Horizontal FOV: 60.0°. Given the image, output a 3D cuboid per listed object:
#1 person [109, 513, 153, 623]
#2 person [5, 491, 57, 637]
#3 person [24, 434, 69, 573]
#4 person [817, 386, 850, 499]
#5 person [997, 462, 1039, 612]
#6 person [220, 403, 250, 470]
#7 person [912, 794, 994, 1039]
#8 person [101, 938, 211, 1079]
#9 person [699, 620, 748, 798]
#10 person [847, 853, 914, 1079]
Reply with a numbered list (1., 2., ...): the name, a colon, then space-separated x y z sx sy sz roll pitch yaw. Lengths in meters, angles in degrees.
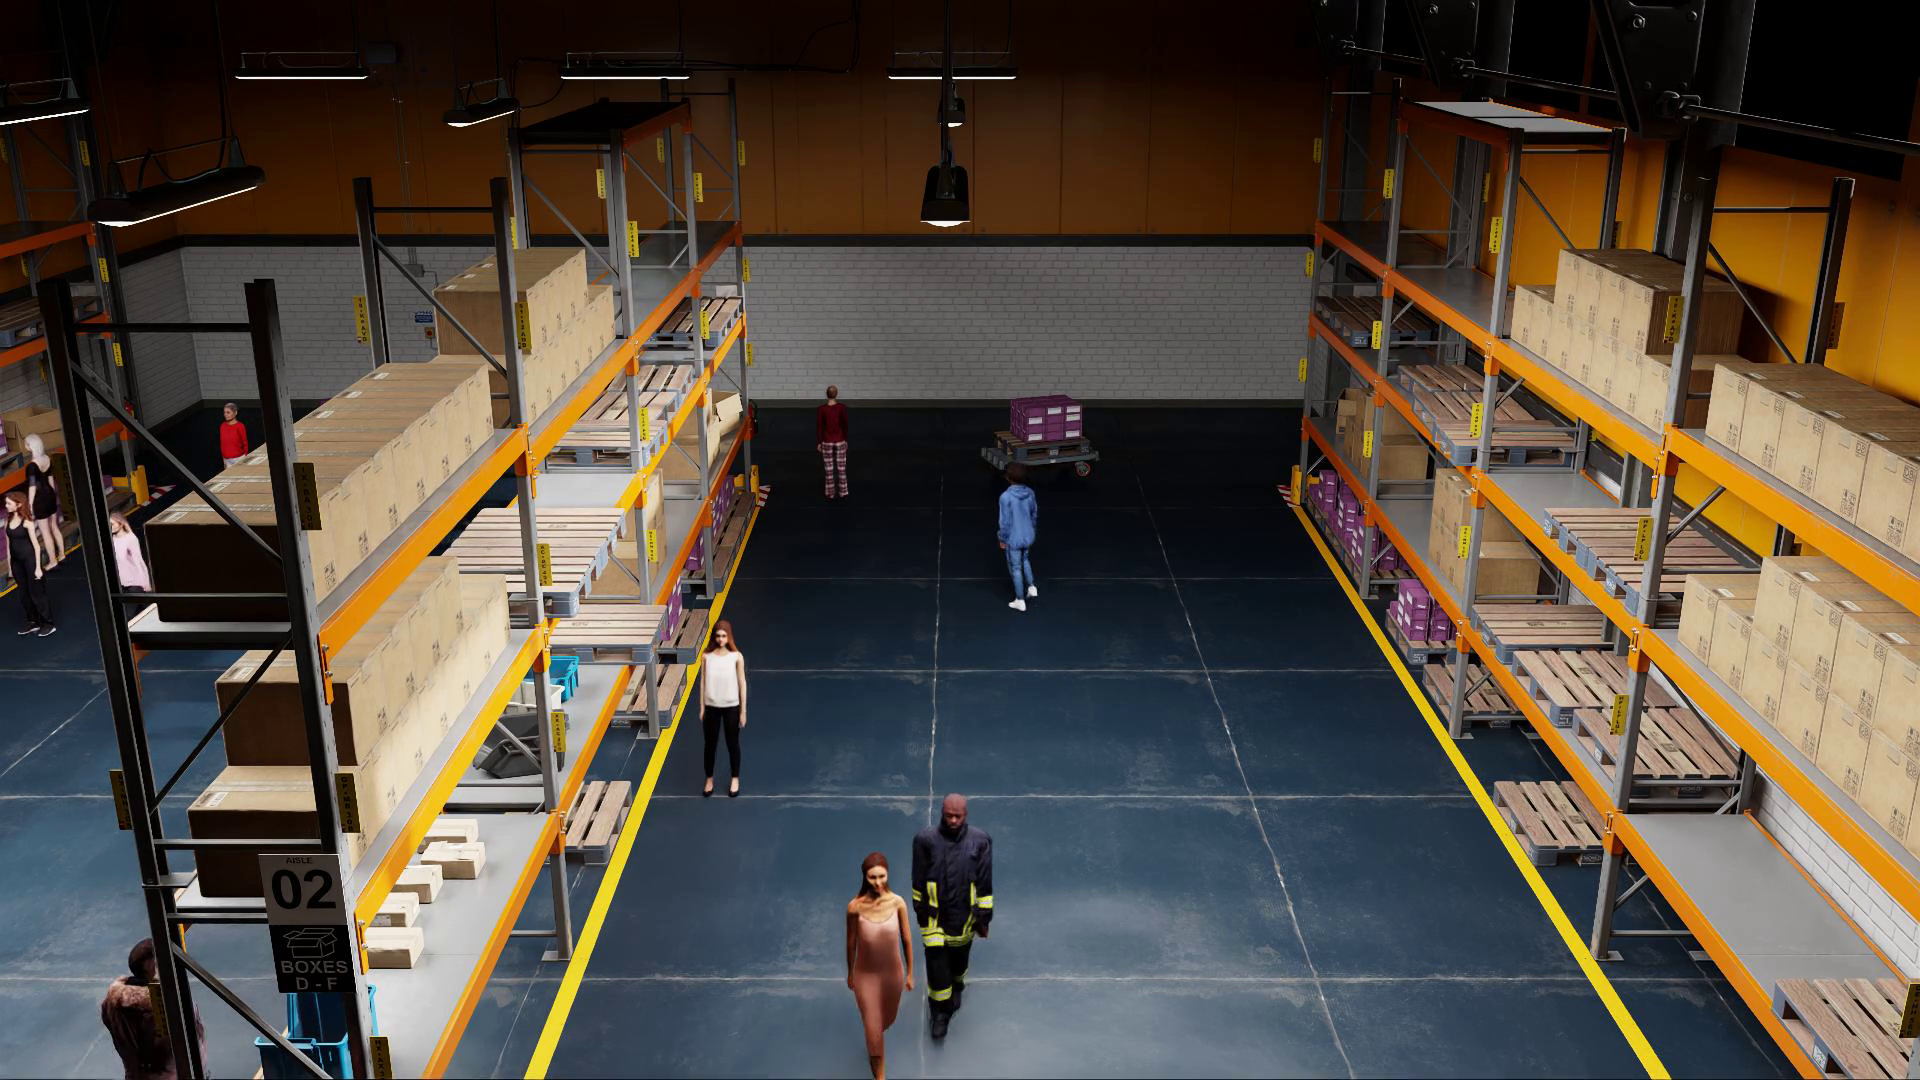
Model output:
1. person: -9.263 0.472 18.709 0.819 1.663 0.969 7 20 21
2. person: -10.767 0.258 19.218 0.636 1.742 0.601 5 19 14
3. person: -11.679 -0.480 21.273 0.677 1.830 0.474 1 19 3
4. person: -1.857 -1.450 24.363 0.656 1.697 0.574 -4 19 -13
5. person: 0.744 -0.019 19.999 0.882 1.769 0.938 -12 22 -31
6. person: -10.137 -1.101 23.332 0.582 1.693 0.581 3 19 10
7. person: -0.064 2.616 12.136 0.753 1.795 0.993 -1 19 -3
8. person: -4.847 3.309 10.034 0.745 1.822 0.833 0 19 0
9. person: -2.193 1.538 15.462 0.641 1.715 0.573 2 19 6
10. person: -0.553 2.915 11.242 0.752 1.799 1.148 -4 19 -12
